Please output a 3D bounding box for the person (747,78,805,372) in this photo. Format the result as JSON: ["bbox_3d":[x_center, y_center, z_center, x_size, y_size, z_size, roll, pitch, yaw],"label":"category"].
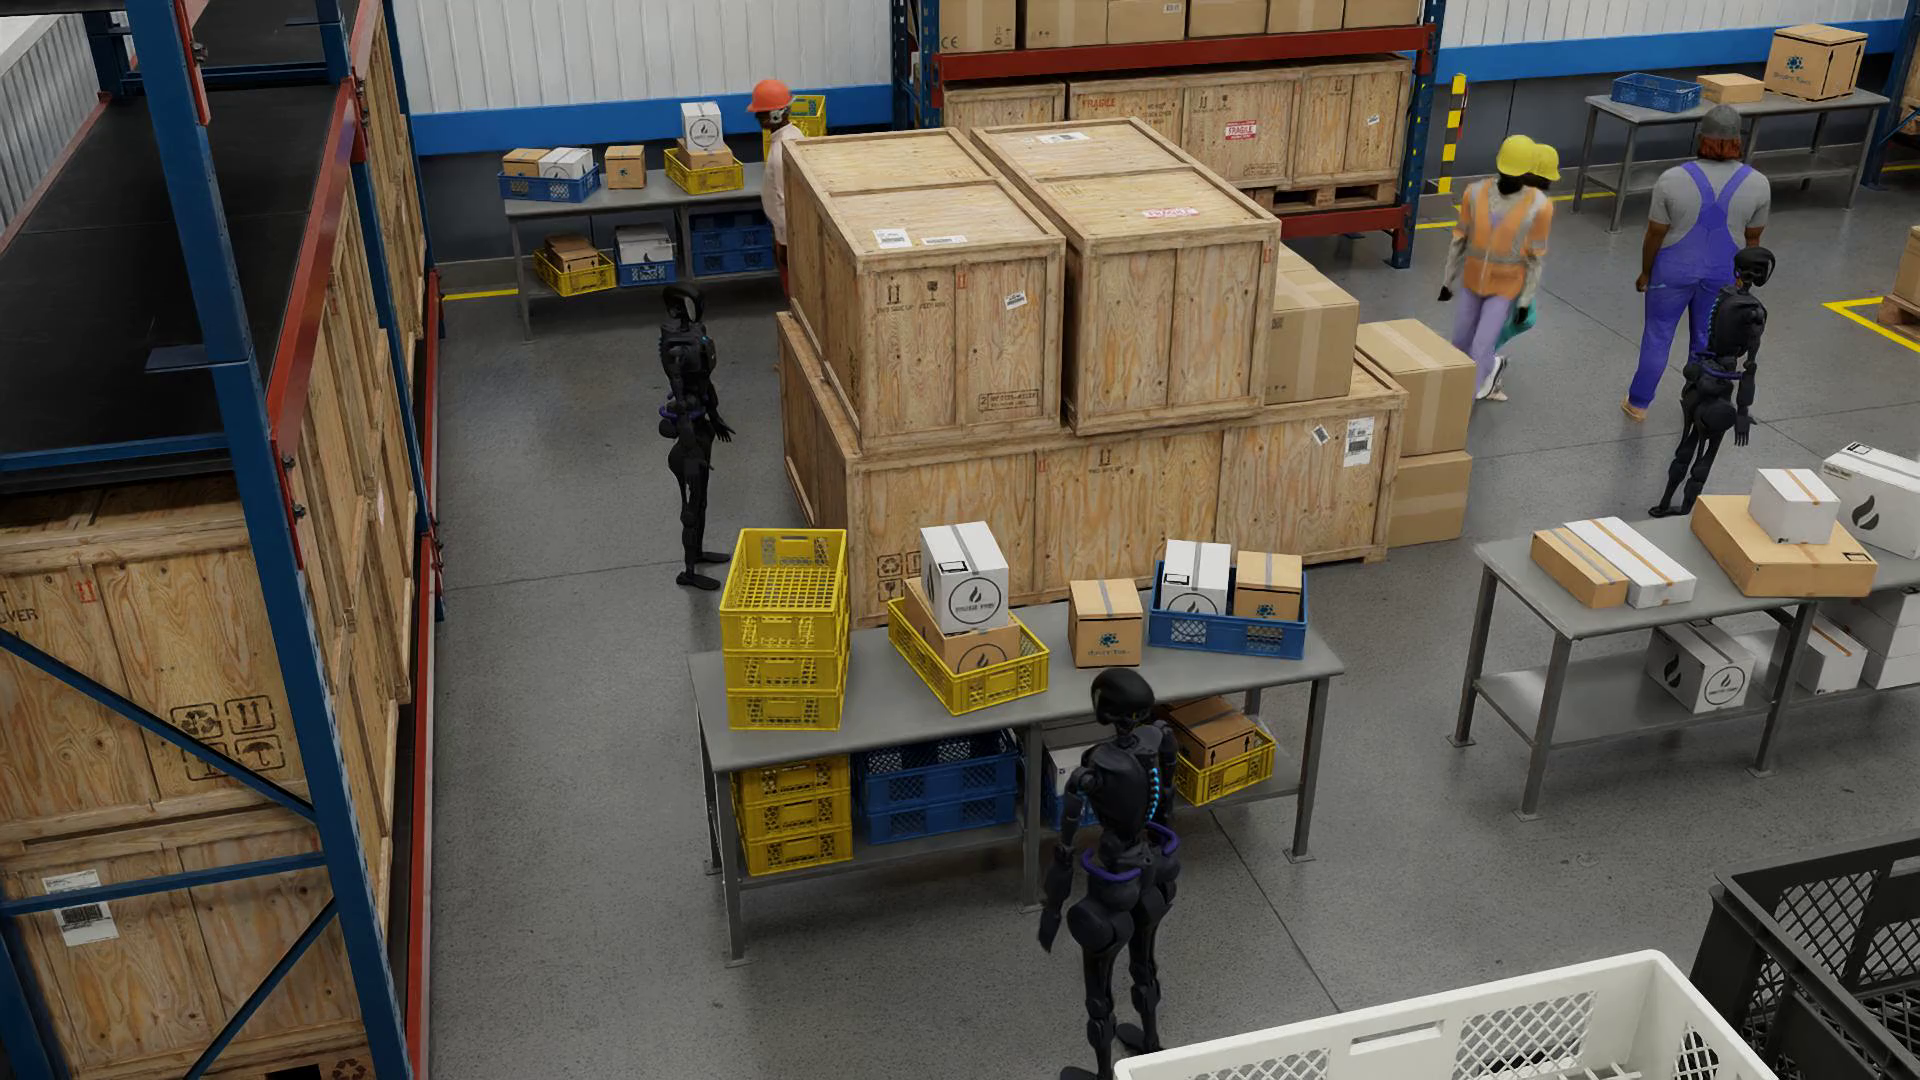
[{"bbox_3d":[-1.170,-2.099,11.159,0.417,1.983,0.604,0,29,0],"label":"person"}]

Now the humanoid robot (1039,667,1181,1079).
[{"bbox_3d":[0.534,1.141,5.578,0.570,1.651,0.361,-24,37,-37],"label":"humanoid robot"}]

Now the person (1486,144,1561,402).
[{"bbox_3d":[3.553,-1.698,10.667,0.406,1.739,0.550,25,37,37],"label":"person"}]

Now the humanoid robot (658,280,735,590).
[{"bbox_3d":[-1.371,-0.557,8.653,0.327,1.657,0.589,2,29,4],"label":"humanoid robot"}]

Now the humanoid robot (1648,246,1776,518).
[{"bbox_3d":[4.151,-0.808,9.122,0.332,1.651,0.577,0,29,1],"label":"humanoid robot"}]

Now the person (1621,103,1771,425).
[{"bbox_3d":[4.568,-1.710,10.387,0.678,2.000,0.537,5,29,10],"label":"person"}]

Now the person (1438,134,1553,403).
[{"bbox_3d":[3.319,-1.613,10.362,0.610,1.893,0.769,26,38,38],"label":"person"}]
